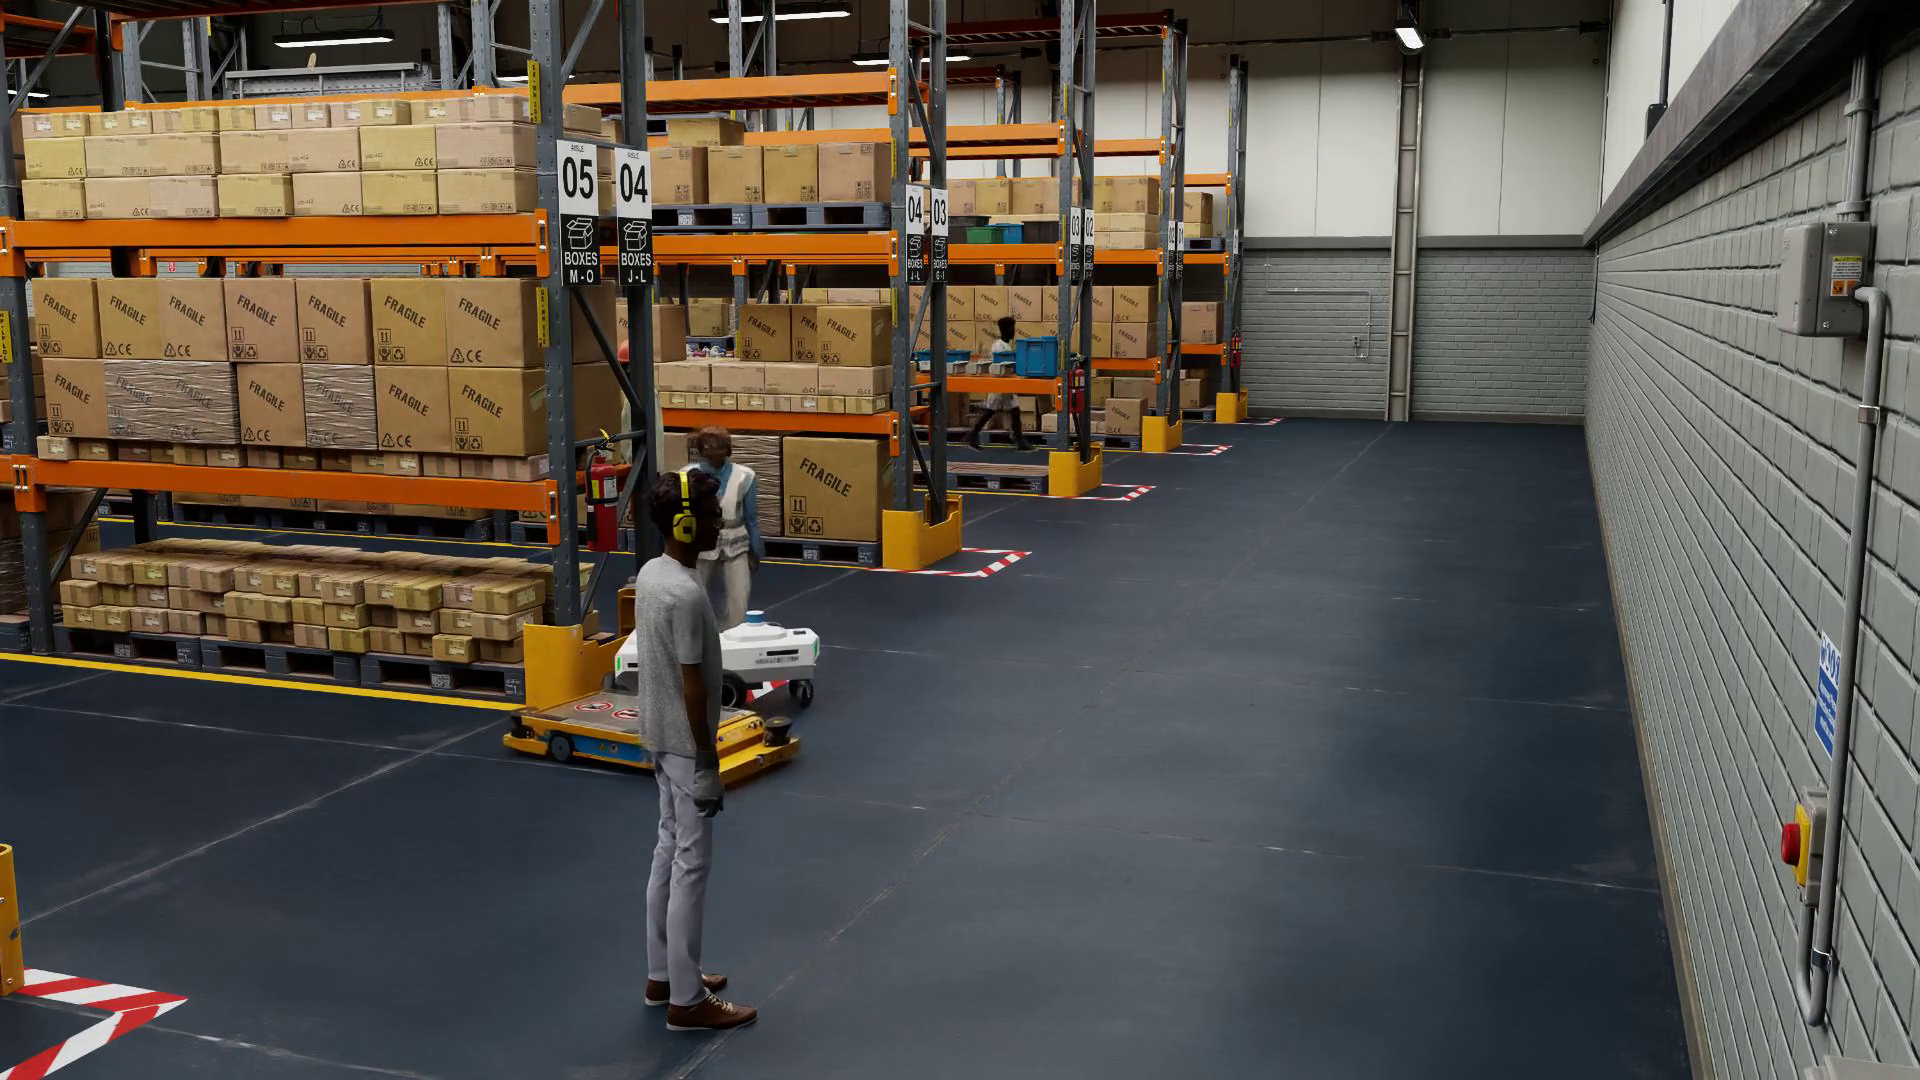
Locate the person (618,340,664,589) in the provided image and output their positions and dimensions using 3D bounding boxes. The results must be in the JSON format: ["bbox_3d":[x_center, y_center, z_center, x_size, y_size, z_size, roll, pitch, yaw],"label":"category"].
[{"bbox_3d":[-2.517,-0.584,13.114,0.381,1.995,0.610,-1,9,-3],"label":"person"}]

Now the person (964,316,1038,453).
[{"bbox_3d":[0.548,-2.165,23.236,1.029,1.925,0.600,3,10,19],"label":"person"}]

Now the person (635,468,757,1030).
[{"bbox_3d":[-0.902,0.690,5.544,0.315,1.870,0.533,-4,10,-26],"label":"person"}]

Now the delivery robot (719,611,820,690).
[{"bbox_3d":[-1.175,0.651,9.589,0.707,0.478,0.477,-3,10,-17],"label":"delivery robot"}]

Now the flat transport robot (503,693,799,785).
[{"bbox_3d":[-1.606,0.998,8.600,1.431,0.197,0.652,5,10,29],"label":"flat transport robot"}]

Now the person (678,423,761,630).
[{"bbox_3d":[-1.511,0.067,10.236,0.545,1.610,0.697,-2,9,-15],"label":"person"}]

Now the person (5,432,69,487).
[{"bbox_3d":[-7.303,-0.532,13.066,0.769,1.916,0.548,4,10,21],"label":"person"}]

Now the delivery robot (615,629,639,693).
[{"bbox_3d":[-1.754,0.663,9.513,0.477,0.478,0.707,0,9,-2],"label":"delivery robot"}]
